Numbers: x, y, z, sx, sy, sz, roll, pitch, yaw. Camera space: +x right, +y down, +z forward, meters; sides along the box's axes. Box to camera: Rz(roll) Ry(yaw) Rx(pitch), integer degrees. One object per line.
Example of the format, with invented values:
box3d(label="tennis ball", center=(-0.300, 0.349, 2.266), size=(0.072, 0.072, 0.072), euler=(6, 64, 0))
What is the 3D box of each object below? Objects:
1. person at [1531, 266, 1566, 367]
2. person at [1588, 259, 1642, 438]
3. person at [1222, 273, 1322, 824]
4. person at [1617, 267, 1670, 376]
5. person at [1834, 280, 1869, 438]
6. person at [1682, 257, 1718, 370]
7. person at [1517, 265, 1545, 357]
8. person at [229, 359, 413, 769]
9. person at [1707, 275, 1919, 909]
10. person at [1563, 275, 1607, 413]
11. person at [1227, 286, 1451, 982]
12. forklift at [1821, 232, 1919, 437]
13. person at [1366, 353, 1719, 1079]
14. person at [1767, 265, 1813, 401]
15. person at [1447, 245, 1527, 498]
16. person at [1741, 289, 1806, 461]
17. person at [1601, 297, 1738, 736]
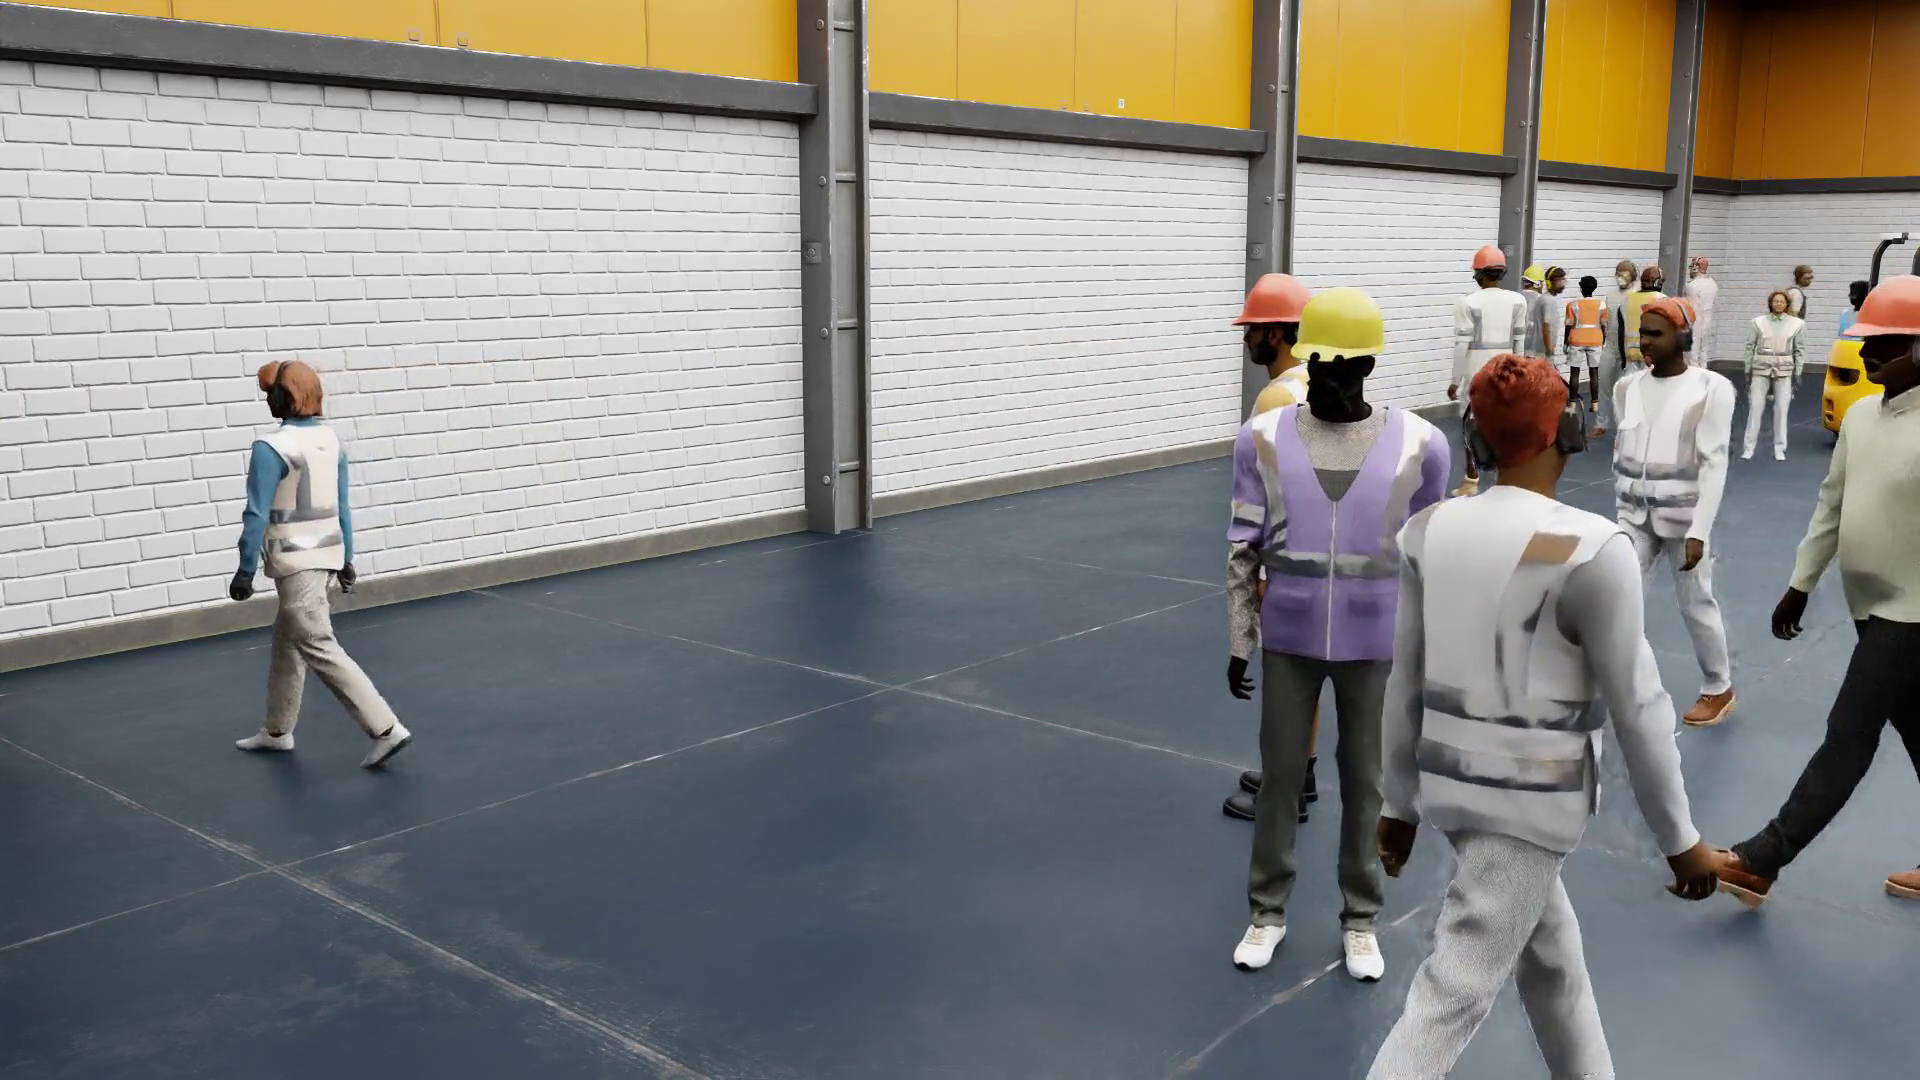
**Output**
box3d(label="person", center=(6.310, -2.016, 17.878), size=(0.330, 1.838, 0.752), euler=(3, 11, 19))
box3d(label="person", center=(7.078, -2.007, 17.639), size=(0.654, 1.908, 0.648), euler=(-4, 11, -22))
box3d(label="person", center=(1.121, 0.036, 5.892), size=(0.379, 1.937, 0.547), euler=(5, 11, 25))
box3d(label="person", center=(6.935, -1.824, 16.775), size=(0.429, 1.838, 0.621), euler=(-6, 12, -31))
box3d(label="person", center=(9.555, -1.923, 17.741), size=(0.393, 1.685, 0.551), euler=(-3, 10, -15))
box3d(label="person", center=(9.853, -2.835, 22.329), size=(0.643, 1.908, 0.408), euler=(-9, 13, -41))
box3d(label="person", center=(6.551, -2.238, 19.143), size=(0.404, 1.829, 0.600), euler=(-5, 11, -25))
box3d(label="person", center=(-2.526, 0.096, 6.496), size=(0.810, 1.606, 0.514), euler=(1, 10, 8))
box3d(label="person", center=(2.738, 0.181, 5.043), size=(1.075, 1.932, 0.624), euler=(0, 10, -1))
box3d(label="person", center=(7.736, -2.418, 20.580), size=(0.535, 1.695, 0.320), euler=(2, 10, 11))
box3d(label="person", center=(1.029, 0.270, 4.598), size=(0.591, 1.923, 0.382), euler=(3, 10, 15))
box3d(label="forklift", center=(9.955, -1.972, 16.595), size=(2.313, 2.155, 1.214), euler=(1, 10, 8))
box3d(label="person", center=(1.107, 0.541, 3.371), size=(1.026, 1.820, 0.596), euler=(-3, 10, -18))
box3d(label="person", center=(10.945, -2.712, 21.920), size=(0.473, 1.803, 0.527), euler=(6, 11, 30))
box3d(label="person", center=(4.201, -1.322, 13.314), size=(0.605, 2.048, 0.372), euler=(-2, 10, -10))
box3d(label="person", center=(7.786, -1.573, 15.925), size=(0.528, 1.635, 0.331), euler=(5, 11, 26))
box3d(label="person", center=(2.929, -0.083, 6.891), size=(0.998, 1.839, 0.580), euler=(-7, 12, -34))
